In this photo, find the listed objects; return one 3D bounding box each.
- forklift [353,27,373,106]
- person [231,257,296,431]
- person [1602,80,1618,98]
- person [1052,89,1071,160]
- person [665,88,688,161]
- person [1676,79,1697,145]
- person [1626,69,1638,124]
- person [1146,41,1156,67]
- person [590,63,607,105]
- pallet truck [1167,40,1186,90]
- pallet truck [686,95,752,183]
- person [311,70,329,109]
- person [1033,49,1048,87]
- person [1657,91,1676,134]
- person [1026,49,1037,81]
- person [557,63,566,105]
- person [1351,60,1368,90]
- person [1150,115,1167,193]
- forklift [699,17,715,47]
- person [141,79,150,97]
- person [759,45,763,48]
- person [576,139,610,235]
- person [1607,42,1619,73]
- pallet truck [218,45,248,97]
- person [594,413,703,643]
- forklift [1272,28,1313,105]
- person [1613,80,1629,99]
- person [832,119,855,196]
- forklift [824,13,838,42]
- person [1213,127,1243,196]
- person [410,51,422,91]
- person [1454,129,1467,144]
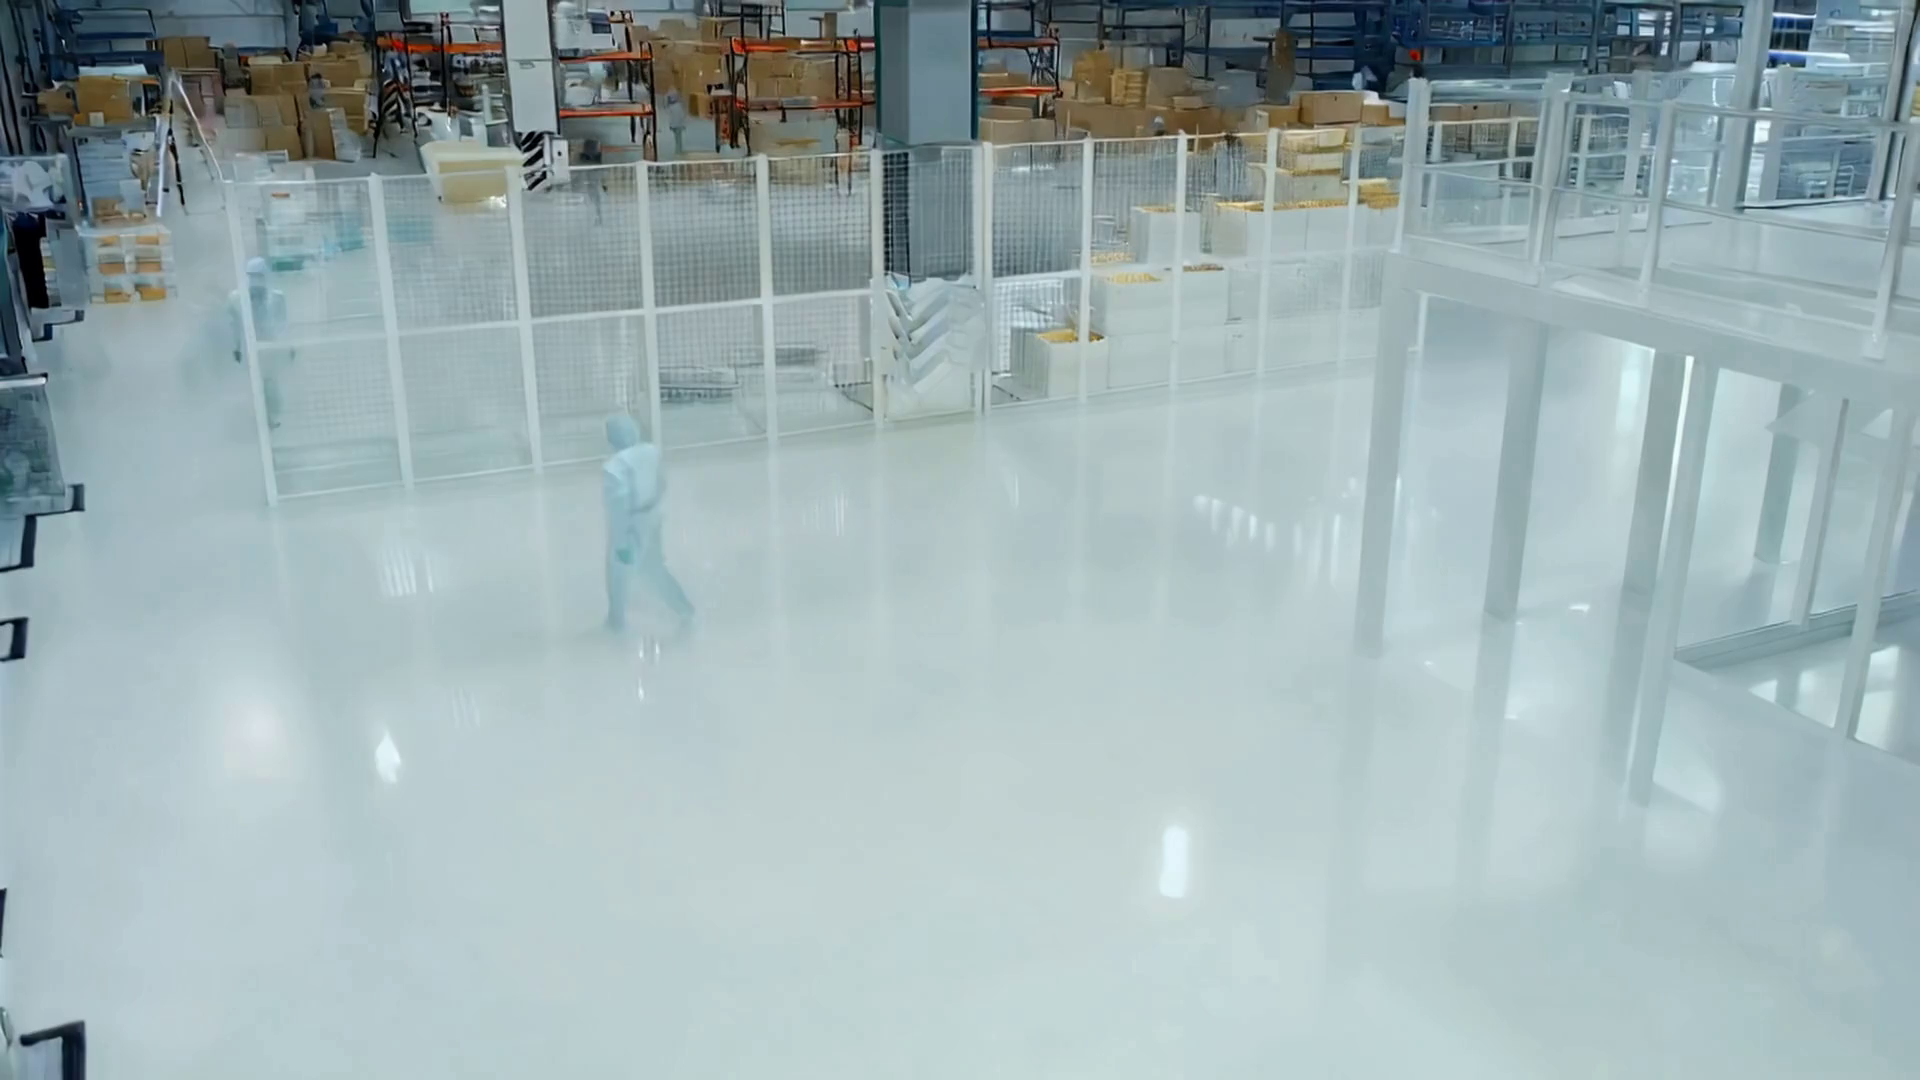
[{"bbox_3d":[-21.847,-17.438,61.219,1.873,2.768,1.129,-16,25,-39],"label":"forklift"},{"bbox_3d":[-7.708,-2.186,18.475,0.628,1.899,0.645,-1,19,-3],"label":"person"},{"bbox_3d":[18.796,-12.499,48.303,0.371,1.962,0.606,-3,19,-10],"label":"person"},{"bbox_3d":[2.697,-11.074,44.354,0.525,1.843,0.853,-2,19,-6],"label":"person"},{"bbox_3d":[-7.561,-10.936,43.874,0.610,1.878,0.901,10,21,26],"label":"person"},{"bbox_3d":[20.175,-11.798,46.257,0.659,1.961,0.584,-4,19,-10],"label":"person"},{"bbox_3d":[22.126,-14.586,54.651,0.356,1.756,0.528,8,21,21],"label":"person"},{"bbox_3d":[8.547,-21.271,73.983,0.764,1.796,0.689,-2,19,-5],"label":"person"},{"bbox_3d":[-13.182,-16.814,60.892,0.994,1.891,0.561,17,25,40],"label":"person"},{"bbox_3d":[9.045,-19.971,69.895,0.823,1.965,1.885,-3,19,-8],"label":"pallet truck"},{"bbox_3d":[-5.836,-9.608,39.856,0.823,1.965,1.885,10,22,27],"label":"pallet truck"},{"bbox_3d":[-19.600,-13.424,51.021,0.543,1.928,0.372,5,20,13],"label":"person"},{"bbox_3d":[3.486,-20.158,70.614,0.605,1.873,0.861,-13,23,-32],"label":"person"},{"bbox_3d":[19.509,-11.578,46.033,0.637,1.672,0.513,-10,21,-26],"label":"person"},{"bbox_3d":[3.187,-21.389,74.591,0.532,1.607,0.784,9,21,25],"label":"person"},{"bbox_3d":[-14.237,-16.318,59.478,0.352,1.883,0.576,-6,20,-18],"label":"person"},{"bbox_3d":[13.045,-14.631,54.349,0.537,2.000,0.678,5,20,13],"label":"person"},{"bbox_3d":[4.515,-8.782,37.844,0.321,1.742,0.492,3,19,9],"label":"person"},{"bbox_3d":[-10.988,-21.312,72.449,1.873,2.768,1.129,-9,21,-25],"label":"forklift"},{"bbox_3d":[-25.086,-13.431,51.495,0.515,1.634,0.313,9,21,25],"label":"person"},{"bbox_3d":[-8.033,-19.011,67.264,0.658,1.893,0.954,-5,20,-15],"label":"person"},{"bbox_3d":[-7.124,-6.834,32.098,0.883,1.813,0.619,12,22,31],"label":"person"},{"bbox_3d":[29.391,-21.637,74.907,0.650,1.881,0.817,-12,22,-31],"label":"person"},{"bbox_3d":[-28.879,-18.665,66.111,0.823,1.965,1.885,-3,19,-9],"label":"pallet truck"},{"bbox_3d":[-2.393,-0.075,12.510,0.844,1.813,0.623,11,22,28],"label":"person"},{"bbox_3d":[11.792,-17.114,60.281,1.873,2.768,1.129,-9,21,-25],"label":"forklift"},{"bbox_3d":[20.782,-13.809,52.407,0.528,1.744,0.643,1,19,3],"label":"person"},{"bbox_3d":[-2.605,-8.603,37.412,0.534,1.692,0.321,5,20,15],"label":"person"},{"bbox_3d":[-6.171,-23.915,79.995,1.873,2.768,1.129,-9,21,-25],"label":"forklift"},{"bbox_3d":[5.280,-7.144,32.805,0.627,1.938,0.372,12,23,32],"label":"person"},{"bbox_3d":[-22.547,-19.507,68.660,0.596,1.917,0.656,-2,19,-7],"label":"person"},{"bbox_3d":[9.851,-7.171,32.956,0.983,1.883,0.566,-15,24,-37],"label":"person"}]
